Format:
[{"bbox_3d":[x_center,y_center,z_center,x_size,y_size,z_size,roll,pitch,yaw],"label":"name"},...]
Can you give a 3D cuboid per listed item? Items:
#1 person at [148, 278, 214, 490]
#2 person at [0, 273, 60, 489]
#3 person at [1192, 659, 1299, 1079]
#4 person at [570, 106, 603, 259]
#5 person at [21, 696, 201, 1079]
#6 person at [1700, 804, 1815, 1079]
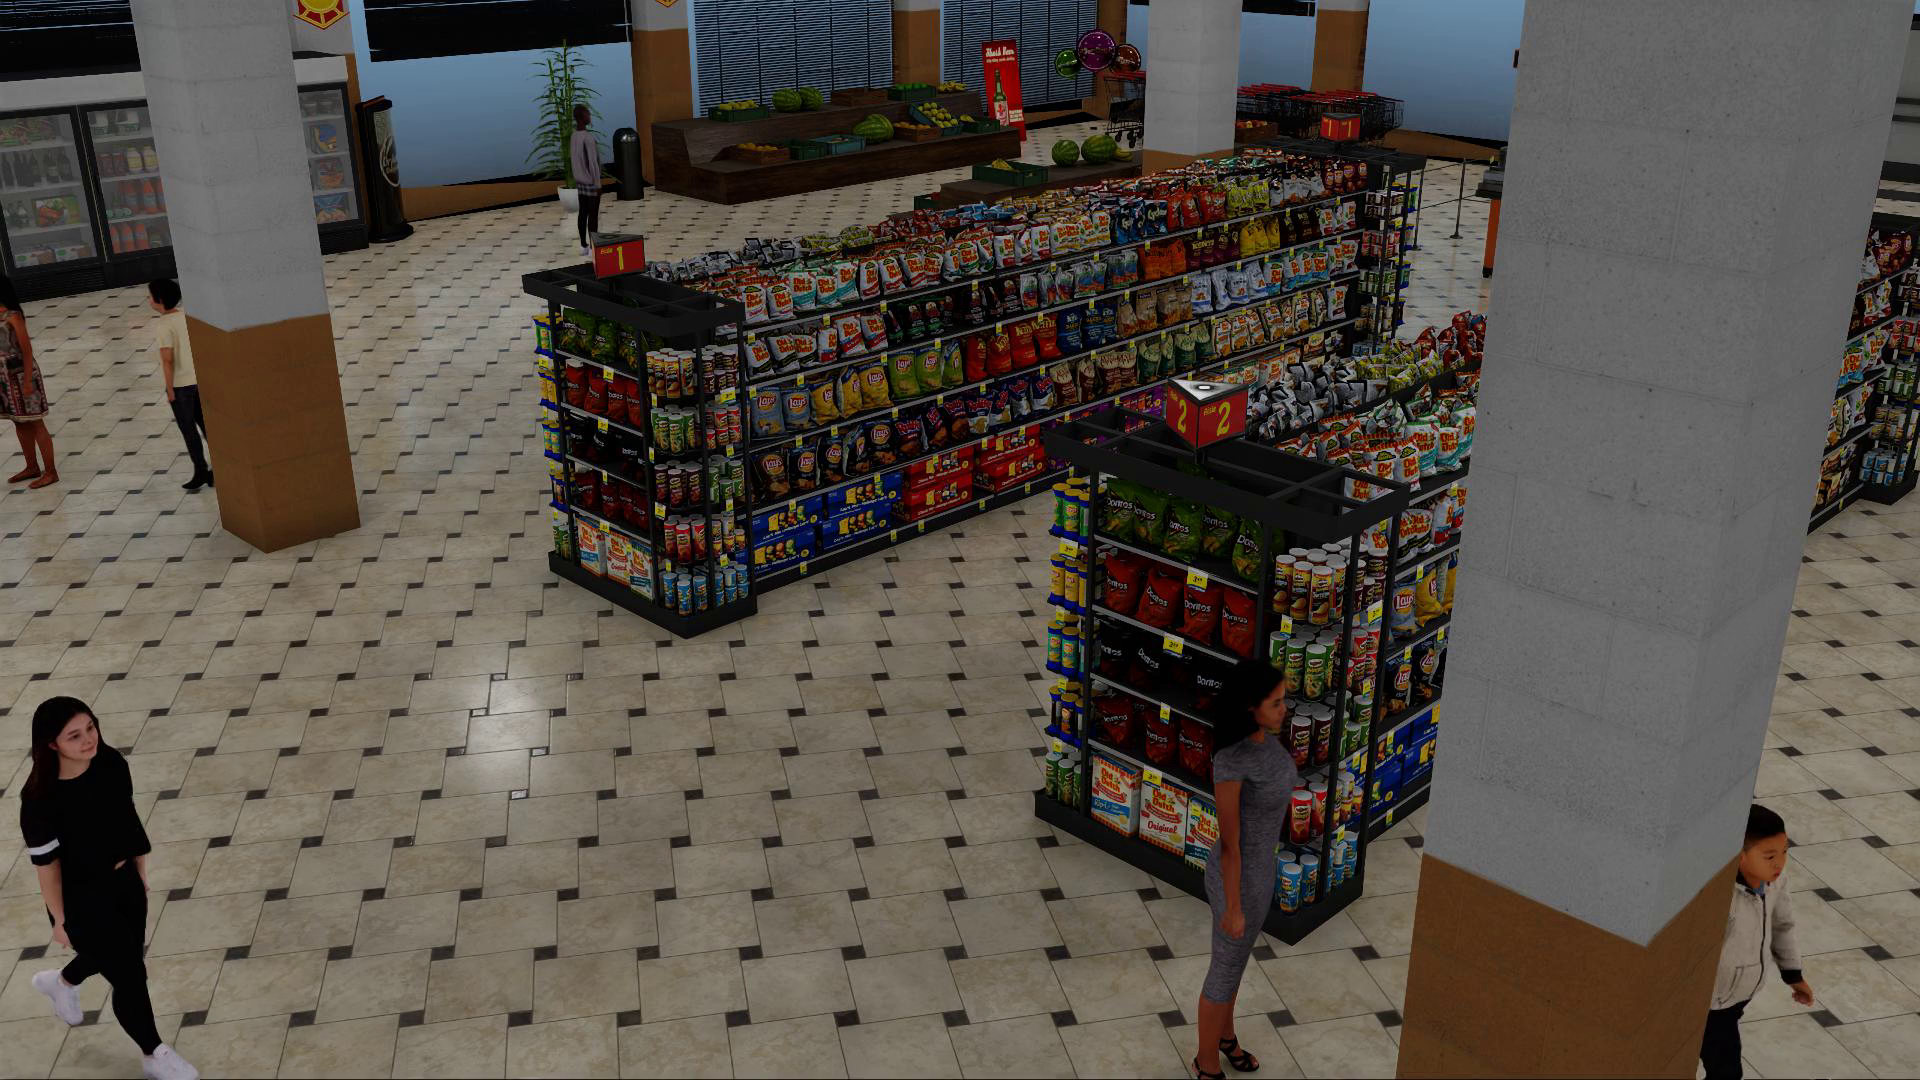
[{"bbox_3d":[-5.759,-1.167,12.385,0.729,1.580,0.642,3,22,7],"label":"person"},{"bbox_3d":[-7.036,-1.212,12.413,0.695,1.643,0.606,13,26,30],"label":"person"},{"bbox_3d":[1.018,1.255,6.088,0.705,1.782,0.563,10,24,24],"label":"person"},{"bbox_3d":[-4.471,-4.289,19.897,0.516,1.771,0.620,-19,29,-39],"label":"person"},{"bbox_3d":[-3.256,1.302,6.187,0.928,1.619,1.017,8,23,19],"label":"person"},{"bbox_3d":[2.600,1.539,5.876,0.652,1.411,0.880,20,29,41],"label":"person"}]
